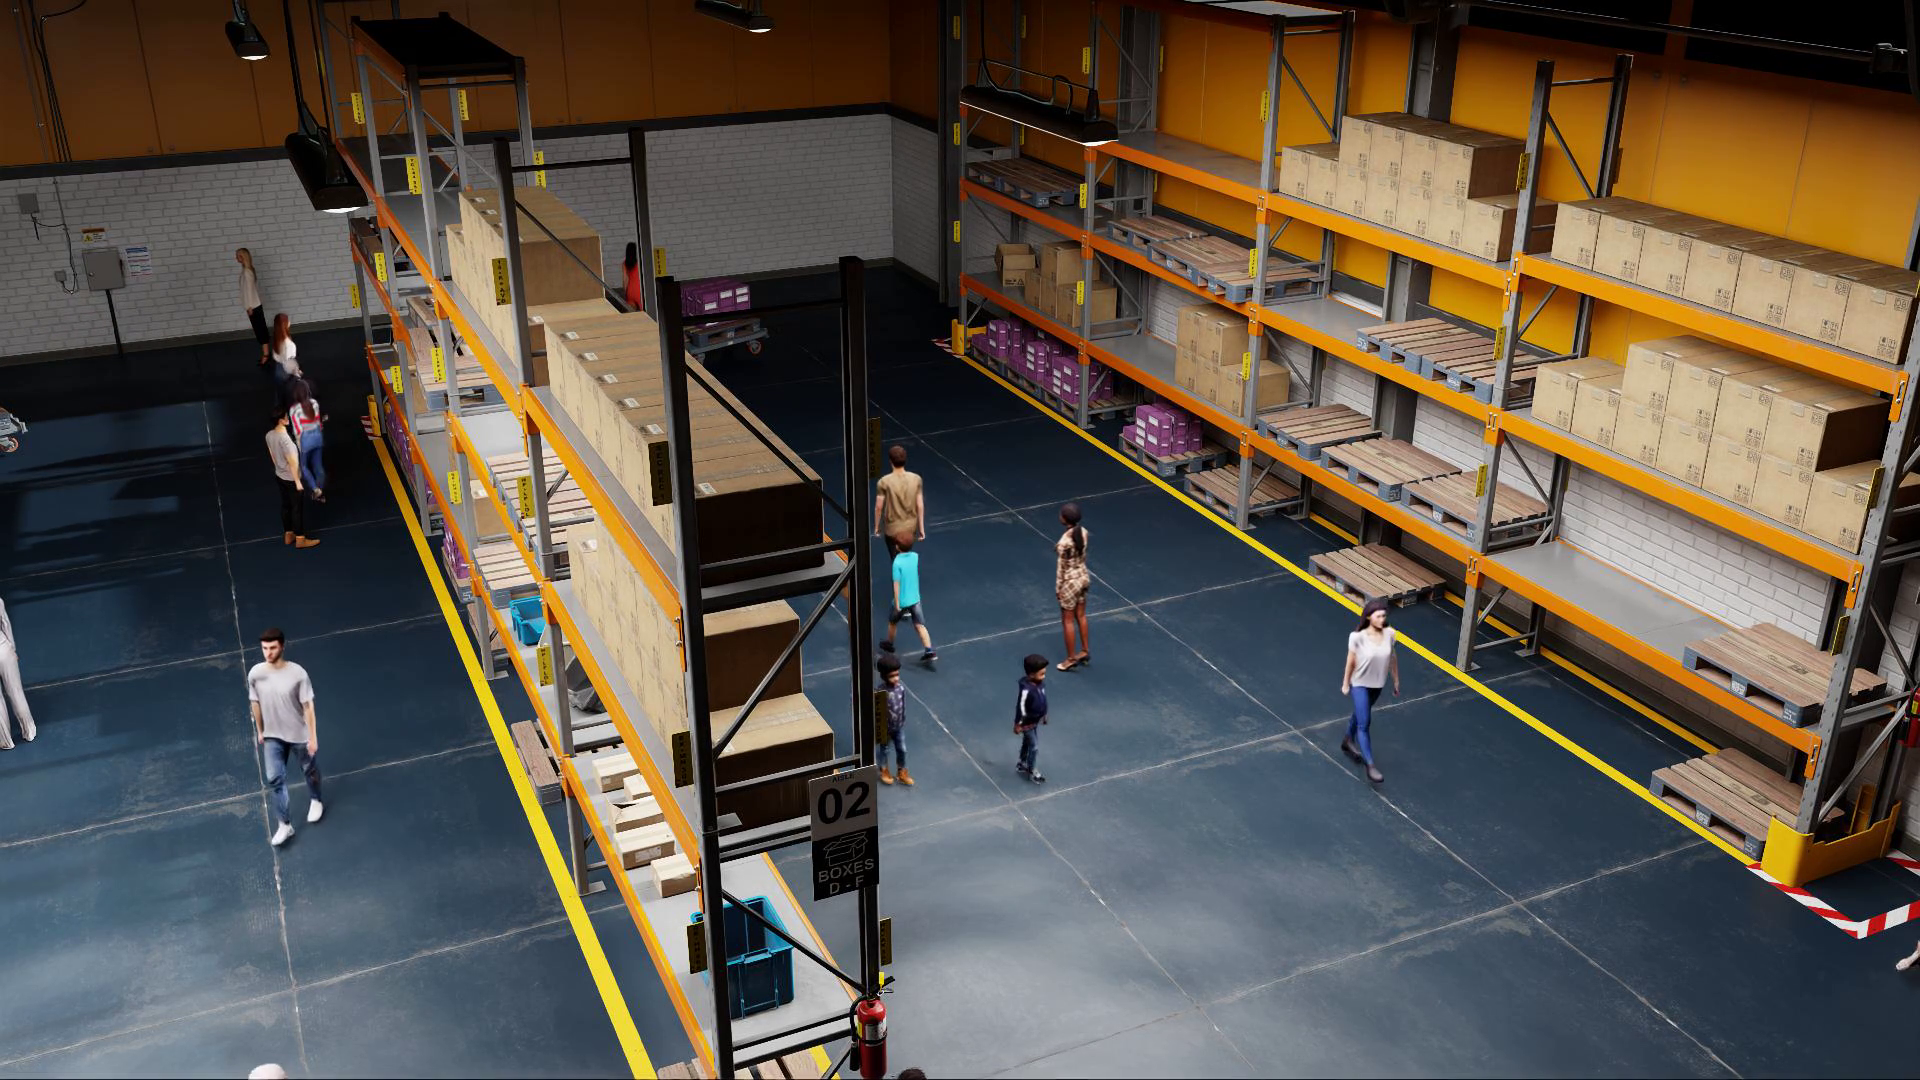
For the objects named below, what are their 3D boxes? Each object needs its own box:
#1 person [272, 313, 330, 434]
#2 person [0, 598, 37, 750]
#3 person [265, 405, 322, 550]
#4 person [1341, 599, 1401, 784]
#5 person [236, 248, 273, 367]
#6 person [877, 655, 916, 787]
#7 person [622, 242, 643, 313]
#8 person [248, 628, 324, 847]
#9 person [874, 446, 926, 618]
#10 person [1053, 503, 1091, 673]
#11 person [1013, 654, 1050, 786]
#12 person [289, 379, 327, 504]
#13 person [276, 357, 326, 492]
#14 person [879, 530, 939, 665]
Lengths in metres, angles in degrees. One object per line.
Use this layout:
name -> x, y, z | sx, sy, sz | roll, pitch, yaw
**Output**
person -> -9.379, -2.259, 22.954 | 1.020, 1.694, 0.914 | 18, 30, 36
person -> -8.839, 1.086, 15.202 | 0.638, 1.773, 0.652 | 21, 31, 40
person -> -7.870, -0.754, 19.474 | 0.597, 1.723, 0.734 | 20, 31, 38
person -> 3.603, 1.278, 14.919 | 0.677, 1.648, 1.047 | -9, 25, -19
person -> -10.993, -3.628, 25.882 | 0.664, 1.858, 0.471 | -9, 25, -19
person -> -0.652, 1.587, 14.726 | 0.551, 1.237, 0.636 | -16, 28, -32
person -> -5.210, -3.949, 26.788 | 0.661, 1.719, 0.712 | 7, 25, 16
person -> -5.625, 1.563, 14.003 | 0.897, 1.861, 1.055 | -2, 24, -5
person -> -0.624, -0.068, 17.798 | 0.741, 1.808, 1.225 | -8, 25, -17
person -> 1.136, 0.471, 16.593 | 0.682, 1.786, 0.668 | 20, 30, 37
person -> 0.581, 1.557, 14.825 | 0.703, 1.212, 0.651 | 16, 28, 32
person -> -8.028, -1.209, 20.665 | 0.769, 1.603, 0.722 | 17, 29, 34
person -> -8.200, -1.430, 20.903 | 0.766, 1.761, 0.672 | -13, 27, -28
person -> -0.480, 0.594, 16.766 | 0.687, 1.422, 1.030 | -19, 30, -37
